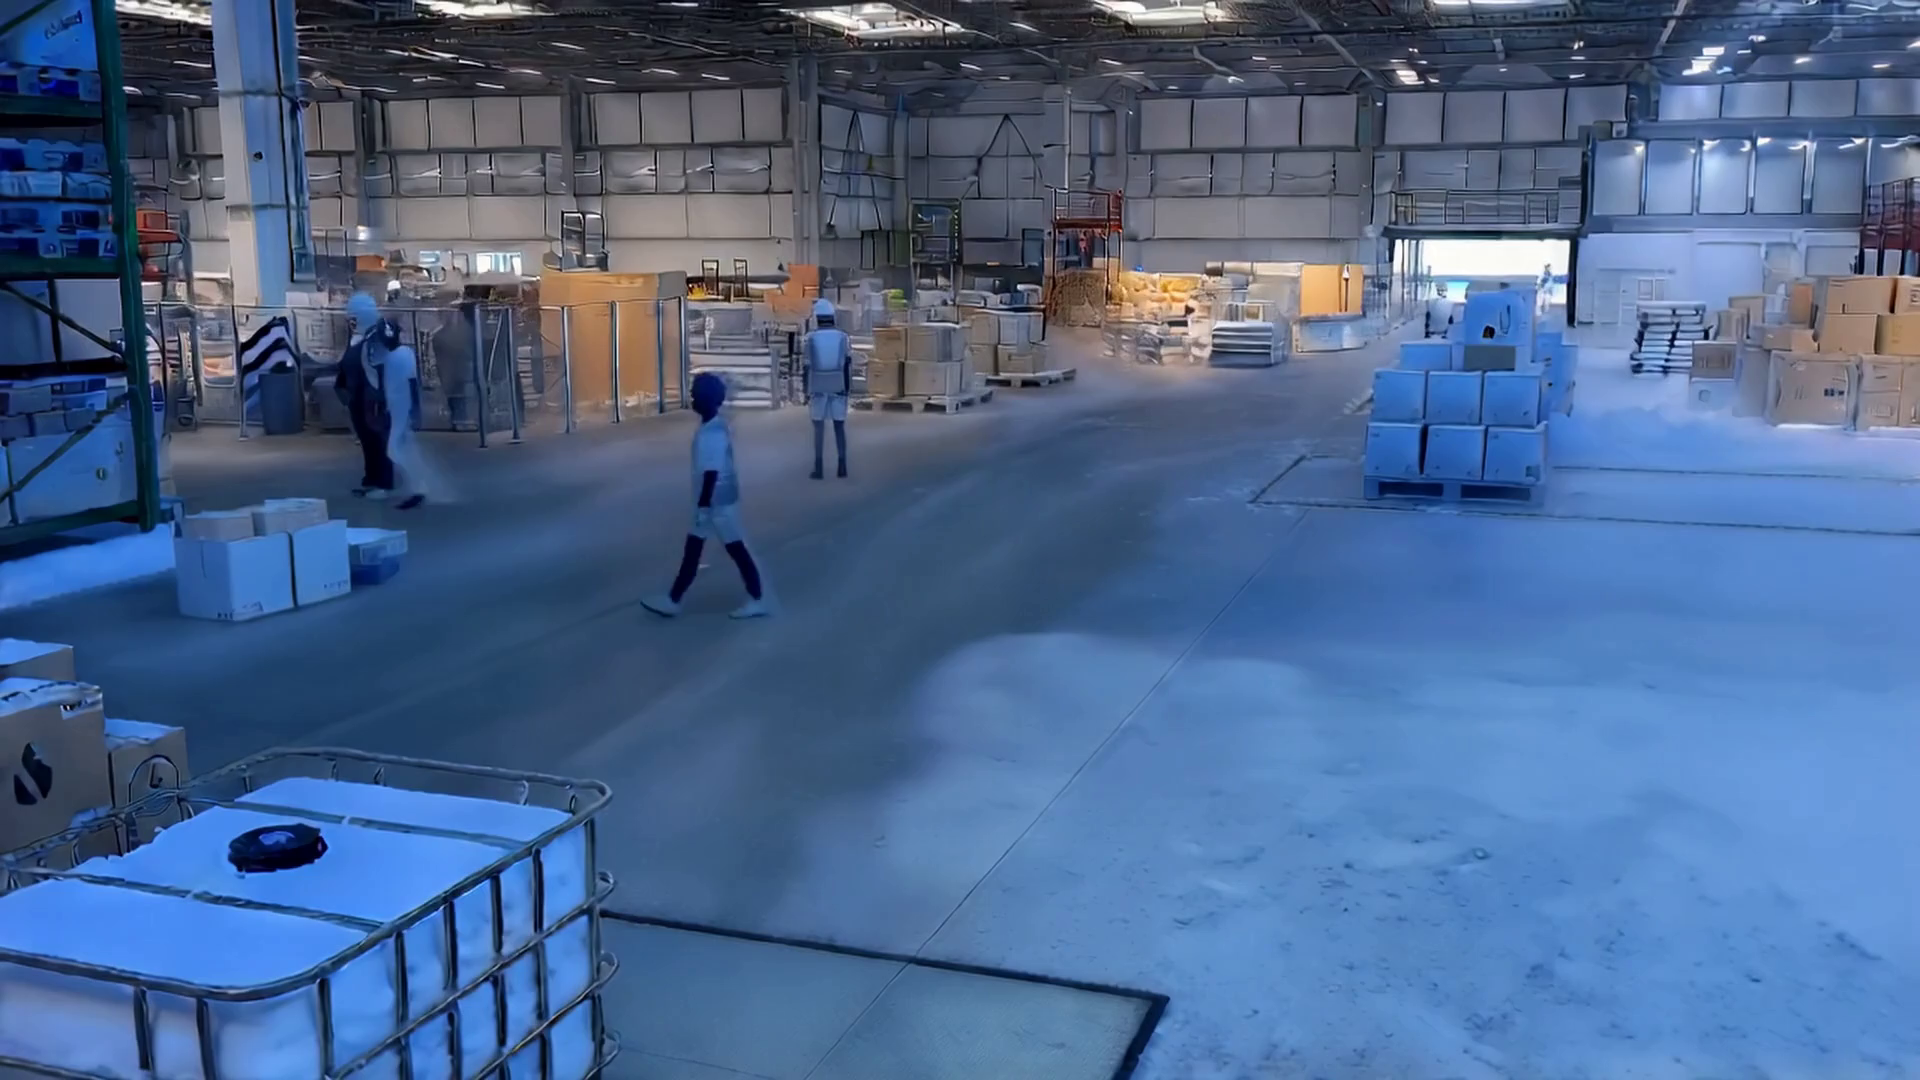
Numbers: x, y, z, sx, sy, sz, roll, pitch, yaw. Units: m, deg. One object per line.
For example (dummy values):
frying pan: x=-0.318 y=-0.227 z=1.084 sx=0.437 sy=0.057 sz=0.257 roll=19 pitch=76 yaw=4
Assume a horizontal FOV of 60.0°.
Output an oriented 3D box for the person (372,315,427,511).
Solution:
person: x=-5.334 y=-1.193 z=15.718 sx=0.562 sy=1.836 sz=0.529 roll=-9 pitch=14 yaw=-42

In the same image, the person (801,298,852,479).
person: x=-1.433 y=-1.621 z=17.860 sx=0.544 sy=1.936 sz=0.359 roll=-3 pitch=10 yaw=-15

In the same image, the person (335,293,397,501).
person: x=-5.845 y=-1.403 z=16.338 sx=0.537 sy=2.000 sz=0.689 roll=-8 pitch=13 yaw=-39

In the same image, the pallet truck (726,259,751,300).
pallet truck: x=-7.986 y=-9.493 z=62.019 sx=0.823 sy=1.965 sz=1.885 roll=3 pitch=11 yaw=17

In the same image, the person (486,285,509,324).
person: x=-8.277 y=-3.654 z=29.743 sx=0.915 sy=1.788 sz=0.607 roll=3 pitch=11 yaw=17

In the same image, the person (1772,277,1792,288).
person: x=13.155 y=-3.215 z=26.669 sx=0.624 sy=1.992 sz=0.390 roll=-10 pitch=14 yaw=-44

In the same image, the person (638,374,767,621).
person: x=-1.689 y=-0.263 z=10.996 sx=0.858 sy=1.642 sz=0.549 roll=-3 pitch=10 yaw=-14

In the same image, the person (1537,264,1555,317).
person: x=20.464 y=-8.712 z=58.080 sx=0.583 sy=1.848 sz=0.947 roll=4 pitch=11 yaw=20

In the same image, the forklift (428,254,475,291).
forklift: x=-20.133 y=-10.254 z=65.465 sx=1.157 sy=1.987 sz=2.680 roll=3 pitch=11 yaw=19

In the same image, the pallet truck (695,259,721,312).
pallet truck: x=-9.165 y=-9.627 z=62.776 sx=0.823 sy=1.965 sz=1.885 roll=4 pitch=11 yaw=23

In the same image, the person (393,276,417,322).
person: x=-13.182 y=-5.383 z=39.529 sx=0.533 sy=1.767 sz=0.326 roll=-3 pitch=11 yaw=-19

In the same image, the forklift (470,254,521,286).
forklift: x=-17.990 y=-10.121 z=64.684 sx=1.157 sy=1.987 sz=2.680 roll=3 pitch=11 yaw=17

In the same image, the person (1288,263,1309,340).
person: x=8.831 y=-6.221 z=43.527 sx=0.620 sy=2.030 sz=0.568 roll=9 pitch=13 yaw=40

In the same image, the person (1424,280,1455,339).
person: x=8.726 y=-3.800 z=30.313 sx=0.518 sy=1.874 sz=0.327 roll=4 pitch=11 yaw=20
